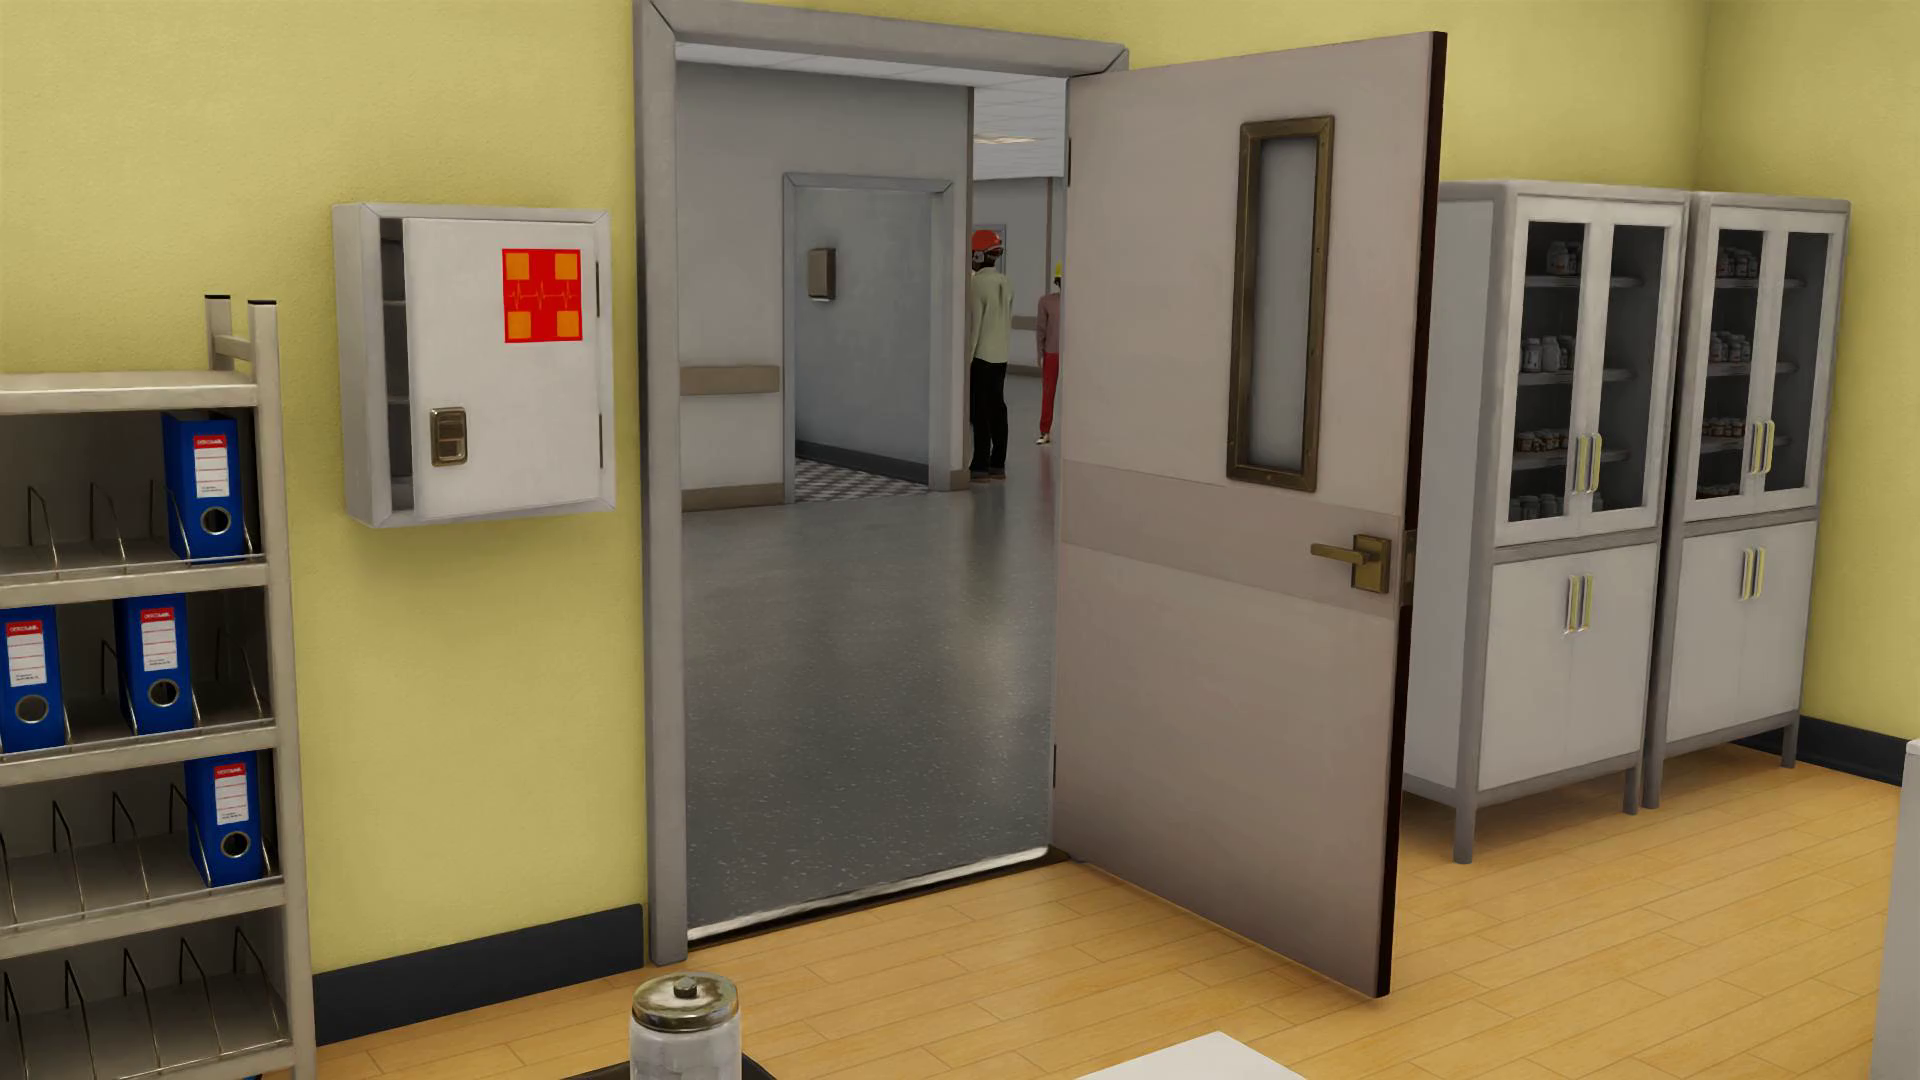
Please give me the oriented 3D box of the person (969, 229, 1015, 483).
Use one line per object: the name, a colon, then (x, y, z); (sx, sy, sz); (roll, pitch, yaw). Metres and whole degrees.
person: (0.192, -1.447, 13.162); (0.382, 1.995, 0.612); (7, 11, 32)
